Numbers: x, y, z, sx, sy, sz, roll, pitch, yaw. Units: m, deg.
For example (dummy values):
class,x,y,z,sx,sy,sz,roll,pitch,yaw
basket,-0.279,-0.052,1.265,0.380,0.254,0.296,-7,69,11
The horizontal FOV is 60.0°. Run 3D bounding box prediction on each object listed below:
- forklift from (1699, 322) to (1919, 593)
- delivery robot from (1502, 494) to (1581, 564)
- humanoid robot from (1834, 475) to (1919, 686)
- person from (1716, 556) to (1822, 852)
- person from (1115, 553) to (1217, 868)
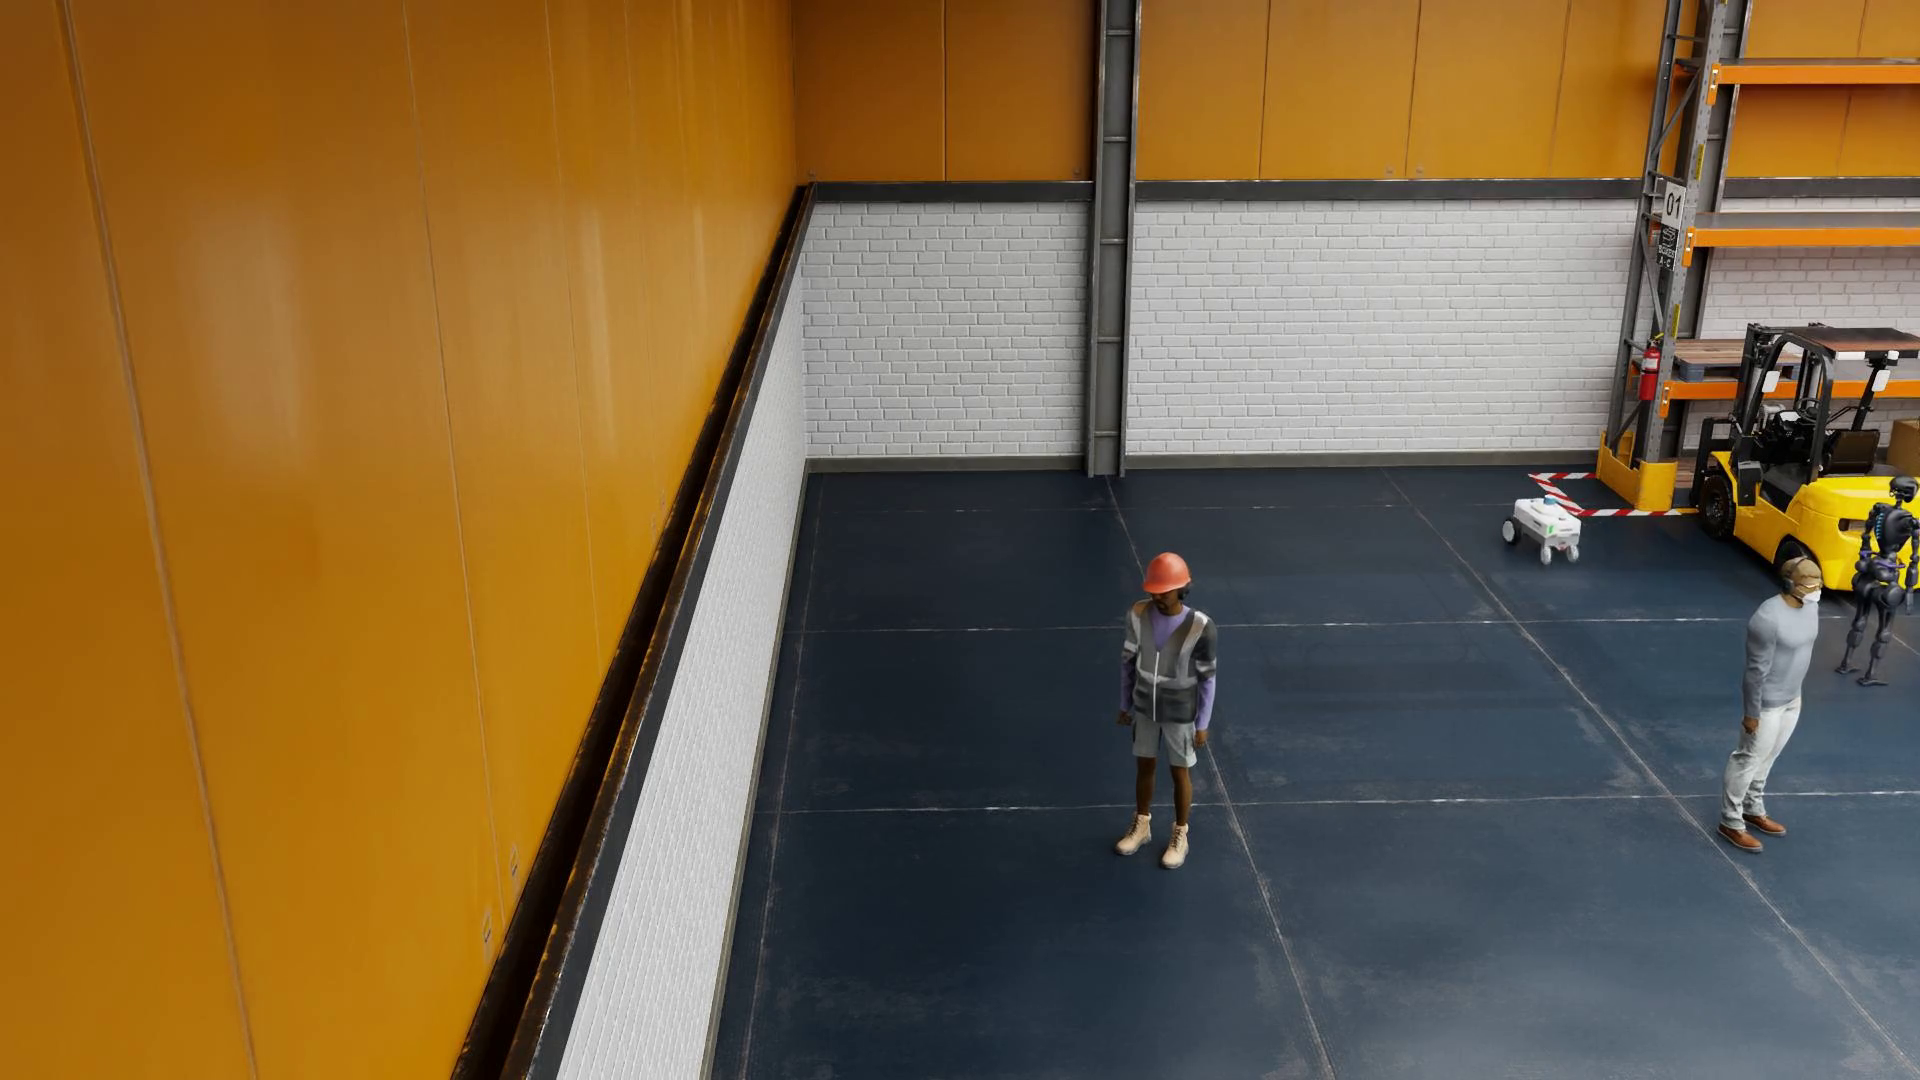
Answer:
class,x,y,z,sx,sy,sz,roll,pitch,yaw
forklift,7.809,-0.792,14.926,1.214,2.155,2.313,-1,20,-2
delivery robot,5.454,-0.128,15.505,0.499,0.609,0.813,-4,21,-10
humanoid robot,7.058,0.294,12.718,0.322,1.653,0.589,-5,21,-14
person,5.095,1.003,10.424,0.634,1.937,0.354,-15,25,-36
person,1.239,1.040,10.176,0.614,2.041,0.380,12,24,30
